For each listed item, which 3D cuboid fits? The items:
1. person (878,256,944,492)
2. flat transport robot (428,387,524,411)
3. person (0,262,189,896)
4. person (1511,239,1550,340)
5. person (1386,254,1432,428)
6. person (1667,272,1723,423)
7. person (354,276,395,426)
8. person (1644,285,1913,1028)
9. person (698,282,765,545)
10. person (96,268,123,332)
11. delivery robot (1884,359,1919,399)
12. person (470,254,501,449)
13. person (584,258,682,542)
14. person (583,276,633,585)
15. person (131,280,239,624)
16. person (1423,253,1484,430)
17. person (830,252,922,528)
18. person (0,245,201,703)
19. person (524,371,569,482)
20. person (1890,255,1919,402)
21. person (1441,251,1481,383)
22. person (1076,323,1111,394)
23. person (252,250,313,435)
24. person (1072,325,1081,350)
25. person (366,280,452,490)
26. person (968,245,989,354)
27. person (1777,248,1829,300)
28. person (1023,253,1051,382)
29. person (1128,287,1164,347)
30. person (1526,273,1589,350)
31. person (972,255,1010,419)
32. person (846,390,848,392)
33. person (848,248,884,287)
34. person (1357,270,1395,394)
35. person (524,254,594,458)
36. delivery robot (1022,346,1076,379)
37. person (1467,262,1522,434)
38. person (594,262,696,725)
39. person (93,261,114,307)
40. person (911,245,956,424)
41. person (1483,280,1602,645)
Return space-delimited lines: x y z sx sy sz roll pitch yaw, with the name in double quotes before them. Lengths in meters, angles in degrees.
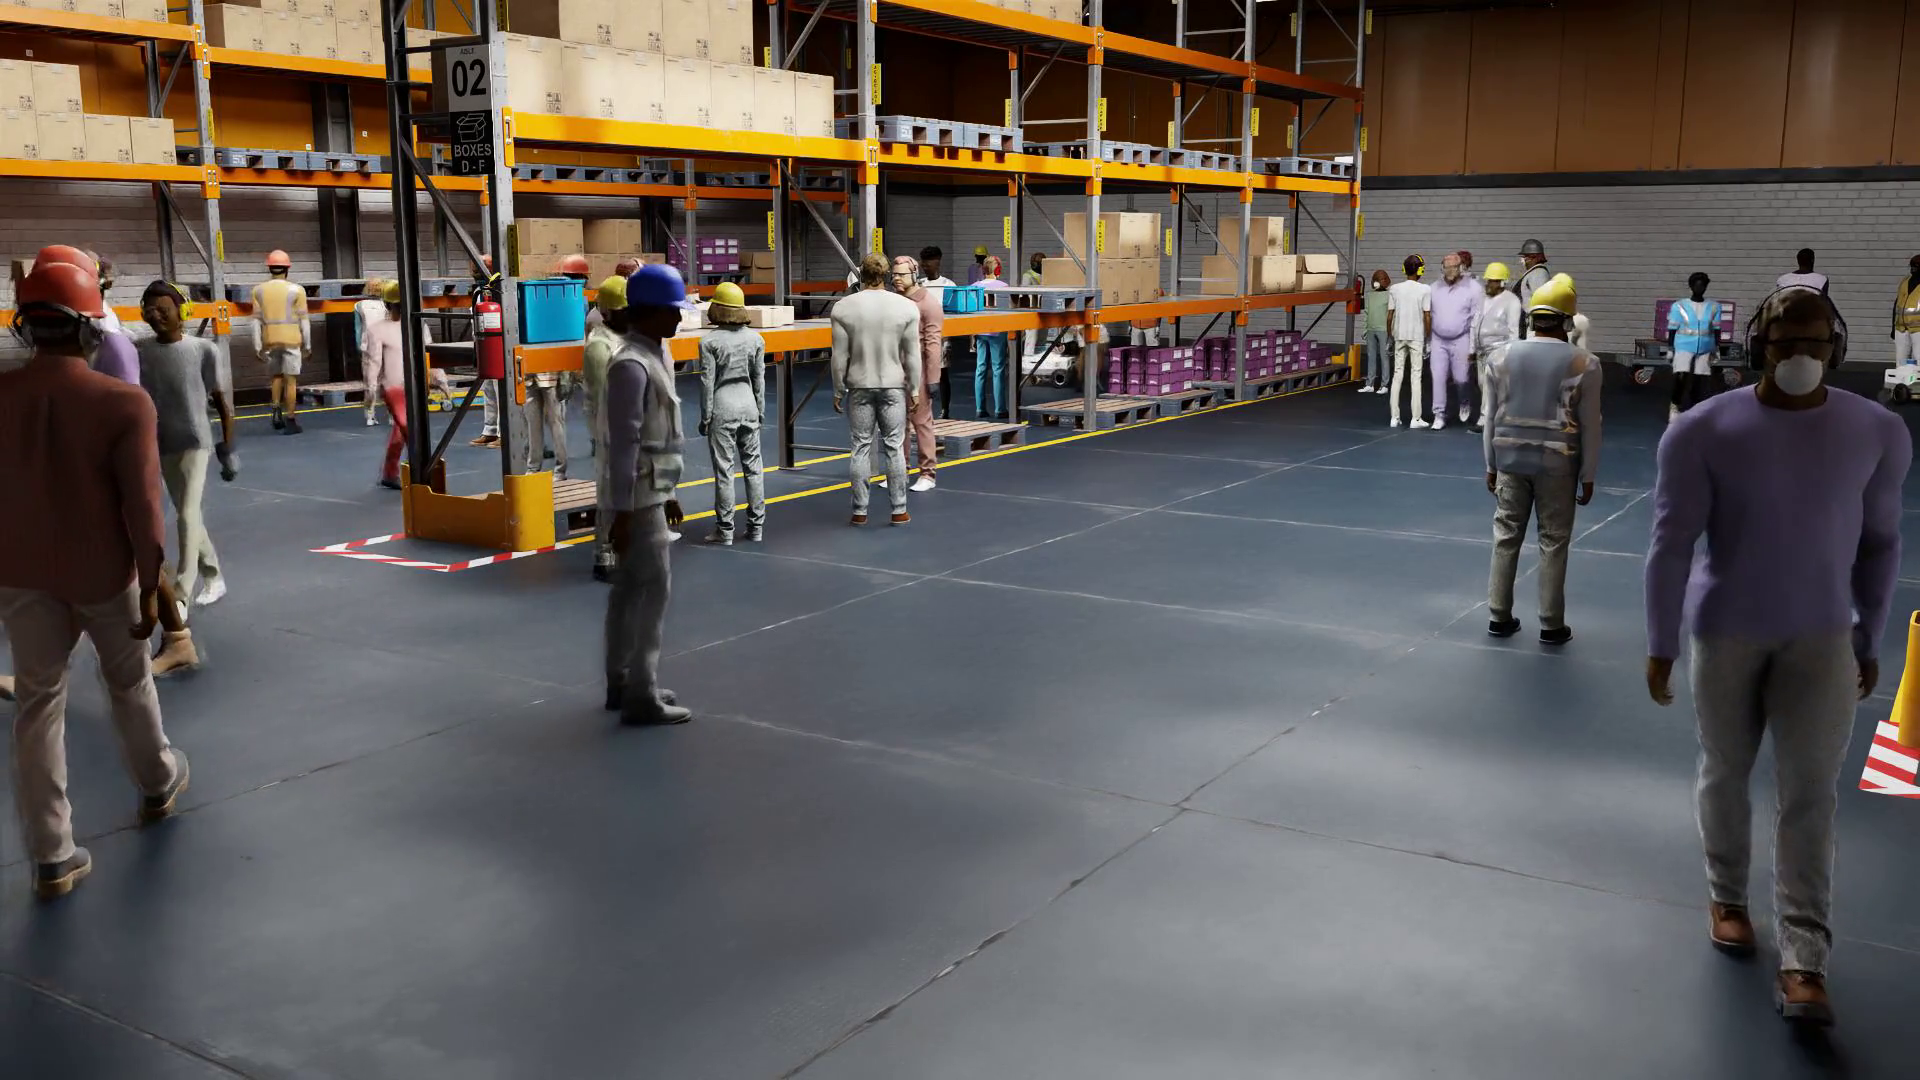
"person" -0.435 -1.339 13.464 0.650 1.900 0.401 10 14 43
"flat transport robot" -5.971 -1.713 20.022 1.431 0.197 0.652 -8 13 -36
"person" -2.872 0.084 5.414 0.624 1.937 1.012 -2 10 -11
"person" 7.134 -2.760 20.925 0.536 2.000 0.688 3 11 18
"person" 4.863 -2.147 18.004 0.514 1.871 0.327 8 13 37
"person" 7.891 -2.035 17.880 0.545 1.682 0.361 1 10 7
"person" -6.319 -2.045 18.105 0.509 1.629 0.314 -1 10 -4
"person" 2.153 0.291 4.413 0.647 1.892 0.968 3 11 17
"person" -1.524 -0.839 11.099 0.491 1.746 0.284 -8 13 -37
"person" -6.190 -1.036 11.939 0.621 1.839 0.429 3 11 18
"delivery robot" 11.696 -1.981 20.463 0.477 0.478 0.707 1 10 4
"person" -4.575 -1.833 16.219 0.572 1.886 0.354 10 14 43
"person" -2.169 -0.925 11.137 0.652 1.904 0.402 5 11 25
"person" -2.030 -0.657 9.943 0.405 1.806 0.635 1 10 4
"person" -4.197 -0.481 8.945 0.483 1.813 1.006 0 10 -2
"person" 5.293 -2.136 17.885 0.657 1.888 0.690 6 12 29
"person" -0.589 -1.049 11.727 0.638 1.938 0.356 0 10 -1
"person" -3.894 -0.285 7.347 0.640 1.987 1.026 9 14 41
"person" -3.482 -1.285 13.870 0.515 1.636 0.315 4 11 23
"person" 11.951 -2.643 20.847 0.429 1.839 0.621 -4 11 -23
"person" 7.081 -3.151 23.558 0.611 1.869 0.417 7 12 33
"person" 1.759 -2.862 21.829 0.564 1.914 0.586 -9 14 -42
"person" -7.084 -2.061 17.397 0.546 1.919 0.511 0 10 1
"person" 2.308 -4.499 30.688 0.612 1.995 0.382 -4 11 -20
"person" -4.379 -1.201 13.194 0.920 1.699 0.628 8 13 37
"person" 0.352 -4.286 29.688 0.369 1.928 0.586 -5 11 -26
"person" 10.583 -2.705 20.966 0.590 1.917 0.397 6 12 32
"person" 1.121 -3.183 23.817 0.429 1.842 0.633 7 12 35
"person" 2.535 -2.925 22.794 0.535 1.697 0.318 7 12 33
"person" 5.042 -1.371 14.022 0.537 1.747 0.628 -1 10 -3
"person" 0.350 -2.297 18.888 0.565 1.849 0.390 6 12 32
"person" -1.290 -2.769 22.076 0.514 1.645 0.309 9 13 40
"person" -1.092 -2.658 20.354 0.611 2.043 0.374 9 14 41
"person" 5.530 -2.752 22.006 0.288 1.634 0.499 -8 13 -37
"person" -3.636 -1.699 15.445 0.962 1.903 0.555 -8 13 -39
"delivery robot" 1.221 -2.424 22.922 0.707 0.478 0.477 3 11 18
"person" 5.666 -2.014 17.475 0.765 1.807 0.602 -5 11 -24
"person" -1.319 -0.195 7.010 0.429 1.940 0.620 -1 10 -8
"person" -8.533 -1.830 16.390 0.961 1.830 0.526 -7 12 -33
"person" -0.299 -2.194 17.996 0.604 1.965 0.367 9 13 40
"person" 2.926 -0.385 8.382 0.586 1.824 0.404 7 13 35
